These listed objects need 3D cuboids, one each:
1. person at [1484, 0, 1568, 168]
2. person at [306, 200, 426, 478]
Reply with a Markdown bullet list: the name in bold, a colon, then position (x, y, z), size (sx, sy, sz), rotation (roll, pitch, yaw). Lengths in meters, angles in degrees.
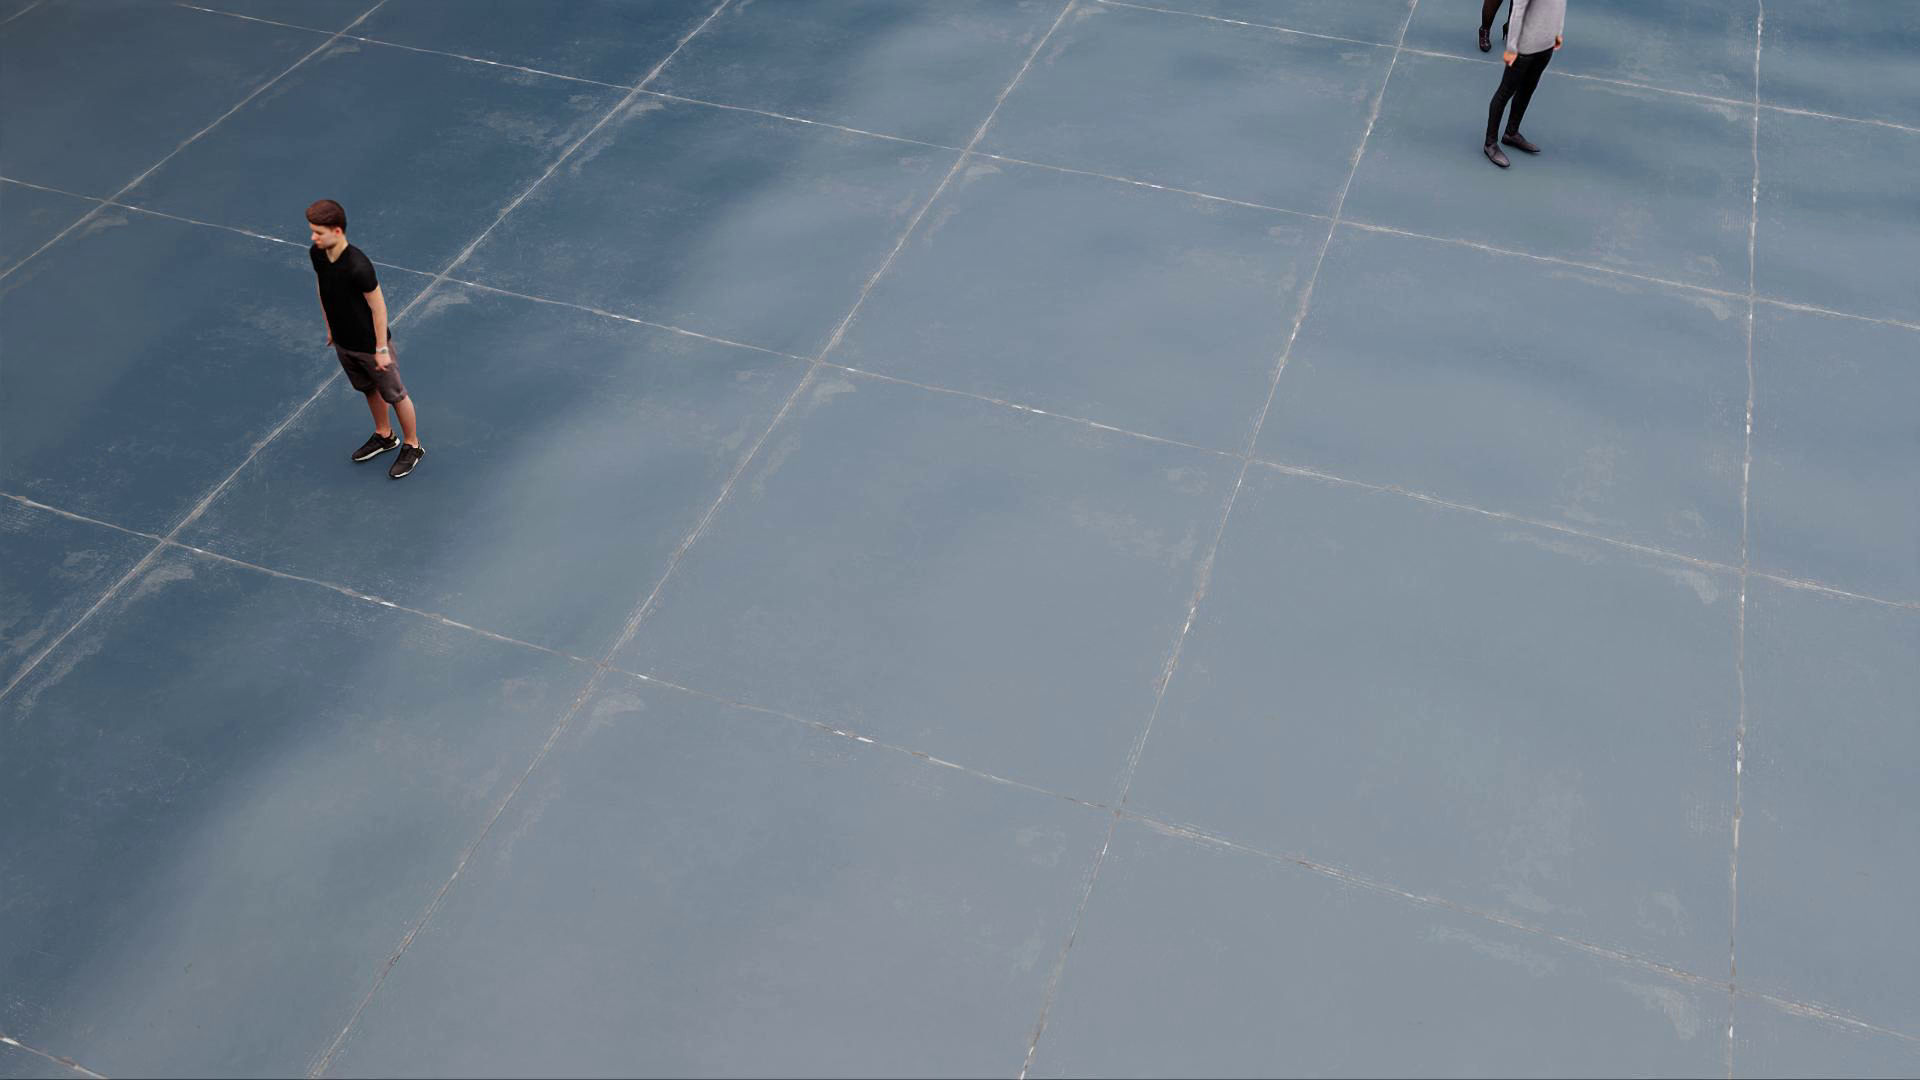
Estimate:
- **person**: position (4.402, -3.869, 12.806), size (0.838, 1.923, 0.861), rotation (-24, 48, -24)
- **person**: position (-3.597, -1.234, 10.029), size (0.588, 1.862, 0.772), rotation (22, 48, 22)
